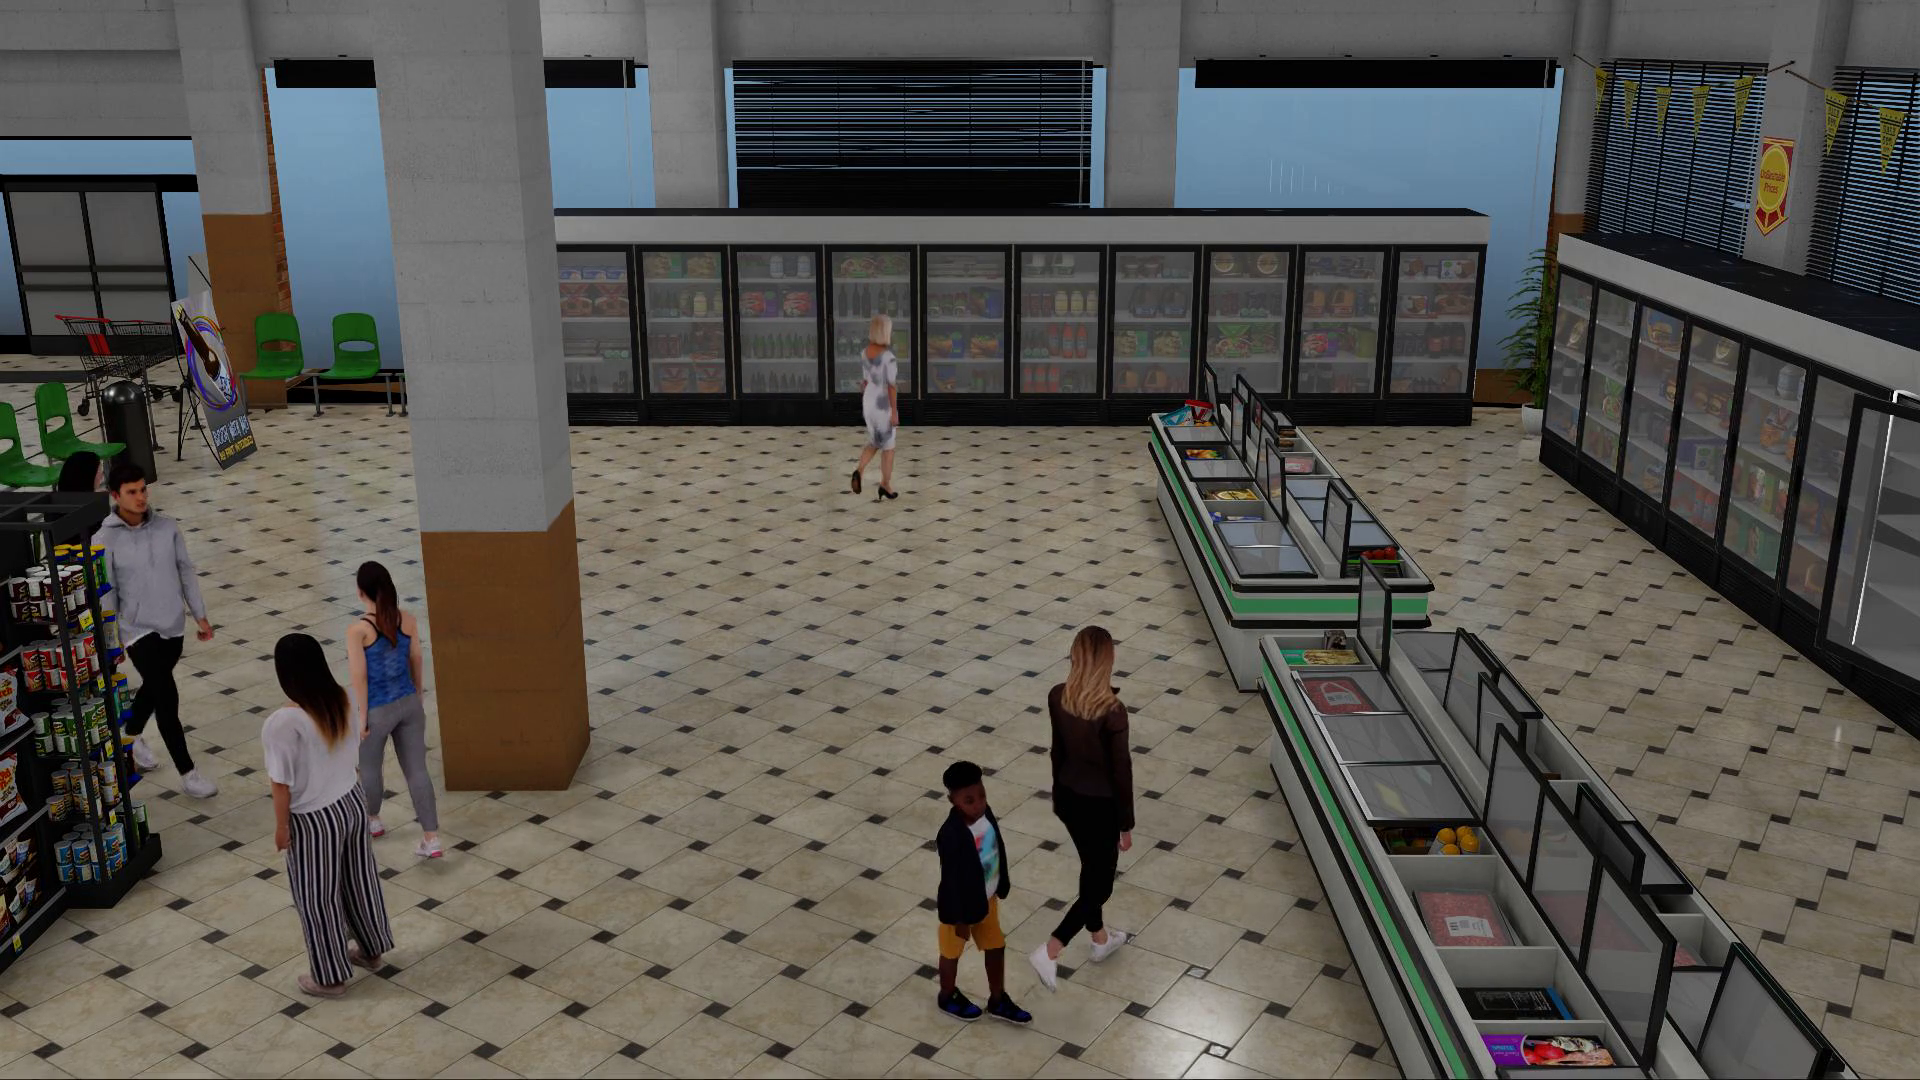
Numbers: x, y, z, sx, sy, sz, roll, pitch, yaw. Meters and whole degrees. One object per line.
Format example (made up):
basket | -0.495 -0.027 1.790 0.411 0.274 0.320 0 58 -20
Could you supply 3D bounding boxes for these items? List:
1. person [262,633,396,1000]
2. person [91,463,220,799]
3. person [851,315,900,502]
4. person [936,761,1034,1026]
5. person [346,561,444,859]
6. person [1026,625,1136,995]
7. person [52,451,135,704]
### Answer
person | -2.843 1.211 7.422 0.836 1.675 0.718 7 18 22
person | -4.642 0.493 9.430 1.161 1.882 1.262 10 19 29
person | -0.786 -1.174 15.176 0.829 1.734 0.900 14 22 39
person | -0.027 1.512 7.163 0.757 1.250 0.716 10 19 29
person | -2.905 0.915 8.575 1.030 1.572 1.094 -16 23 -43
person | 0.522 1.222 7.378 1.083 1.681 1.035 -15 22 -40
person | -5.424 0.343 10.210 0.966 1.716 1.022 15 22 40
